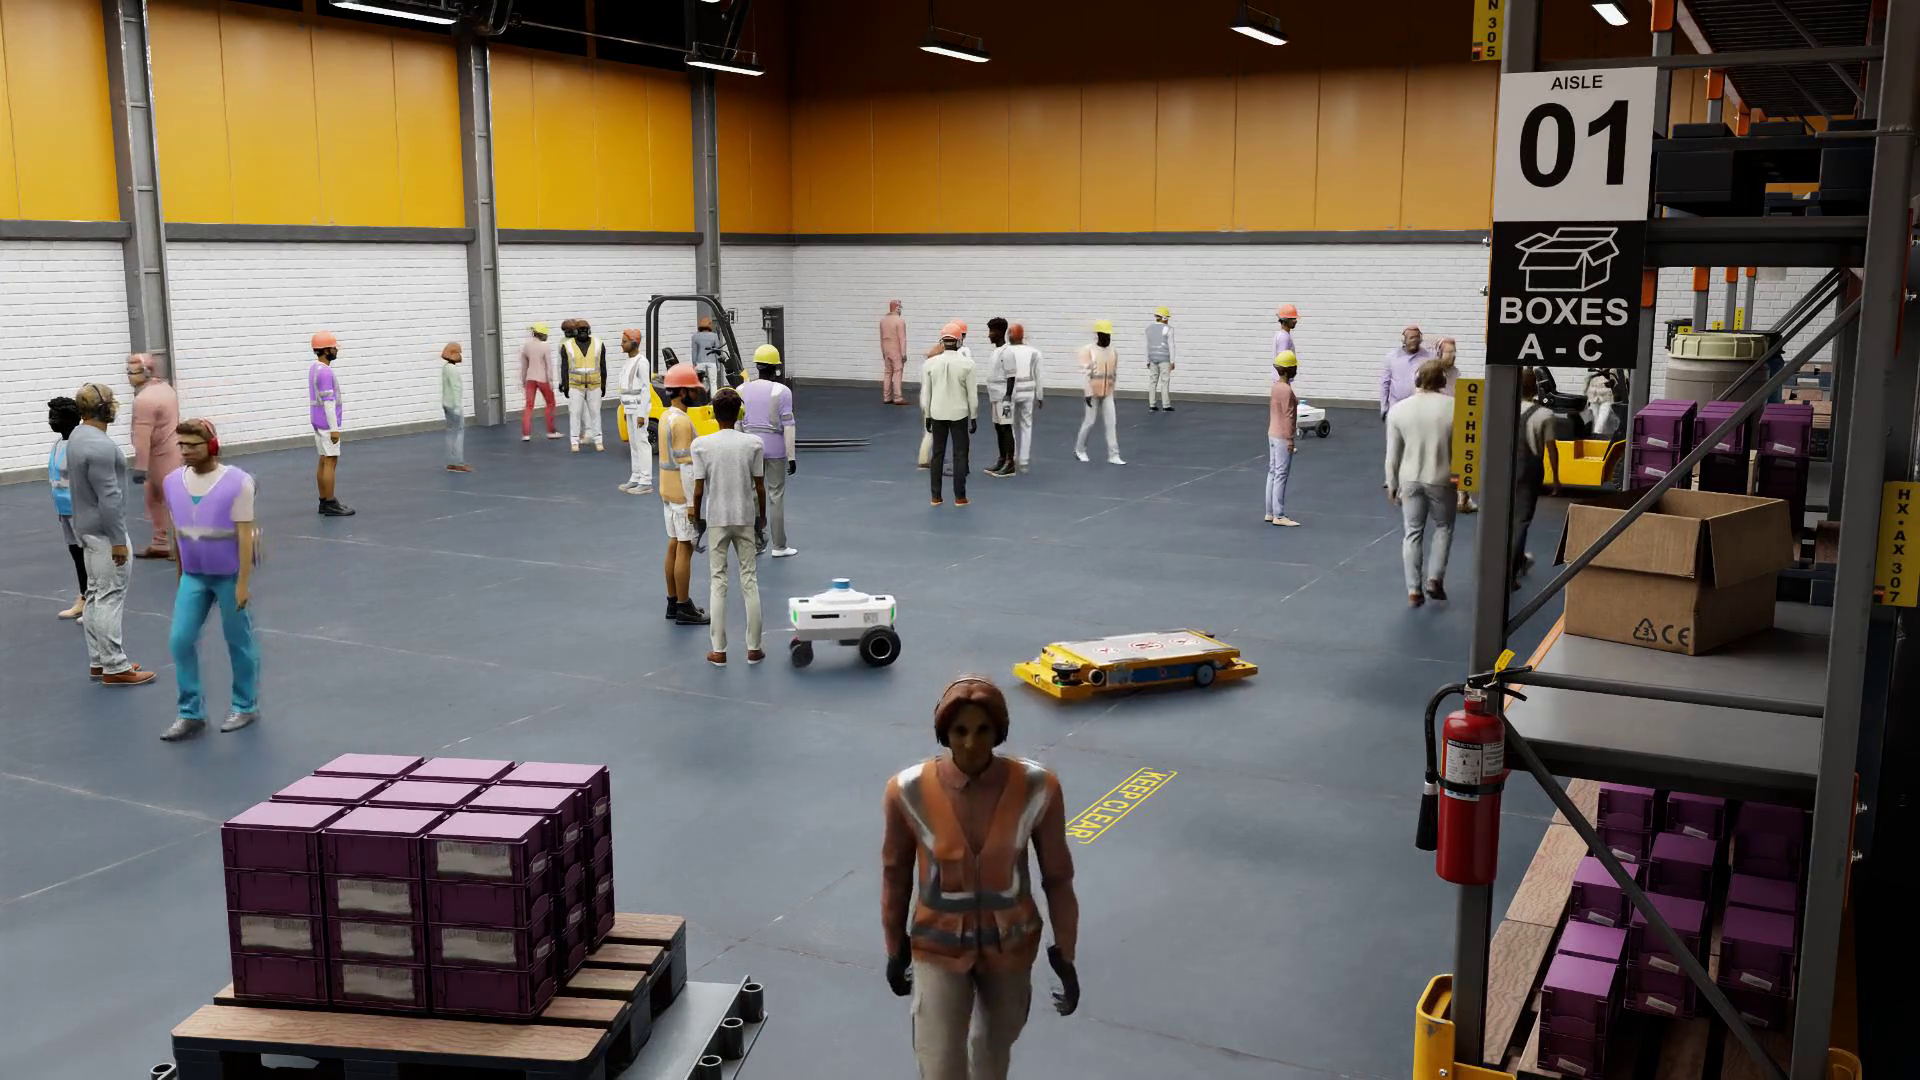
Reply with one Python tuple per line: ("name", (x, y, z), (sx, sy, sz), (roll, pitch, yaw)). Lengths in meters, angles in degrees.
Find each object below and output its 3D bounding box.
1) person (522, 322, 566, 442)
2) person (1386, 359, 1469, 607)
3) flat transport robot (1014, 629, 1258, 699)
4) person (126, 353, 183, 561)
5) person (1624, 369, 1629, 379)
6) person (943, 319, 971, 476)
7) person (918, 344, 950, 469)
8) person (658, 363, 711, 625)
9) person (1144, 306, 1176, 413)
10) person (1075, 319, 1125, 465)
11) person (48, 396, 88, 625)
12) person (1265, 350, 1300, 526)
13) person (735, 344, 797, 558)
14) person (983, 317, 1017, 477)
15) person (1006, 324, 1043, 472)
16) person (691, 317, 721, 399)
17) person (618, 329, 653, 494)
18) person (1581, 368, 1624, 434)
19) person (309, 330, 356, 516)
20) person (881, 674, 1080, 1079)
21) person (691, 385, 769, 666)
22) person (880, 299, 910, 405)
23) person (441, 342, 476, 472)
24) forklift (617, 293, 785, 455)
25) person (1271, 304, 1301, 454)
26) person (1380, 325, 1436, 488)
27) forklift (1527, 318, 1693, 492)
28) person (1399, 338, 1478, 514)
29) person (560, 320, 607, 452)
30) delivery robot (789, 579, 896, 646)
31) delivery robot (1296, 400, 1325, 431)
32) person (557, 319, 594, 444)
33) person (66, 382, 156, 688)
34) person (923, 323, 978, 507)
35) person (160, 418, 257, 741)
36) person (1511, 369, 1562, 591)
("person", (-6.155, -2.316, 24.367), (0.602, 1.730, 0.655), (4, 10, 20))
("person", (3.632, -0.438, 12.934), (0.652, 1.922, 0.447), (4, 11, 23))
("flat transport robot", (1.132, 0.780, 10.680), (1.431, 0.197, 0.652), (-4, 11, -24))
("person", (-7.120, -0.712, 14.708), (0.711, 1.868, 0.679), (-3, 10, -15))
("person", (9.749, -2.341, 24.359), (0.935, 1.779, 0.596), (-3, 10, -19))
("person", (-0.041, -1.750, 20.503), (0.356, 1.937, 0.552), (2, 10, 11))
("person", (-0.268, -1.695, 21.174), (0.632, 1.604, 0.527), (-6, 11, -31))
("person", (-2.042, -0.339, 12.330), (0.351, 1.941, 0.545), (-4, 11, -24))
("person", (3.472, -3.111, 28.714), (0.586, 1.825, 0.404), (8, 13, 39))
("person", (1.825, -1.941, 21.729), (0.595, 1.899, 0.825), (-5, 11, -29))
("person", (-6.555, -0.220, 12.341), (0.538, 1.695, 0.319), (9, 13, 41))
("person", (3.272, -1.027, 16.803), (0.297, 1.772, 0.533), (-1, 10, -5))
("person", (-1.745, -0.800, 15.033), (0.595, 1.925, 0.371), (4, 11, 22))
("person", (0.509, -1.761, 20.489), (0.367, 1.963, 0.609), (-2, 10, -14))
("person", (0.754, -1.787, 20.938), (0.668, 1.861, 0.542), (-2, 10, -11))
("person", (-4.413, -3.056, 28.943), (0.498, 1.633, 0.282), (-1, 10, -3))
("person", (-3.716, -1.468, 19.034), (0.353, 1.882, 0.573), (-5, 11, -29))
("person", (8.561, -1.863, 22.159), (0.870, 1.594, 0.534), (-8, 13, -39))
("person", (-6.602, -1.218, 17.409), (0.350, 1.942, 0.547), (-6, 12, -33))
("person", (0.057, 1.172, 4.536), (0.536, 1.597, 0.818), (-1, 10, -5))
("person", (-1.538, -0.092, 11.098), (0.519, 1.873, 0.328), (-2, 10, -12))
("person", (-1.166, -3.402, 30.159), (0.403, 1.906, 0.652), (-8, 13, -40))
("person", (-6.350, -1.669, 20.921), (0.311, 1.632, 0.511), (-6, 12, -32))
("forklift", (-3.588, -2.317, 23.042), (2.313, 2.155, 1.214), (-1, 10, -5))
("person", (4.473, -2.212, 22.874), (0.373, 2.044, 0.606), (1, 10, 4))
("person", (5.222, -1.541, 19.387), (0.651, 1.906, 0.409), (3, 10, 16))
("forklift", (7.066, -1.601, 18.899), (2.313, 2.155, 1.214), (5, 11, 27))
("person", (5.091, -1.209, 17.631), (0.676, 1.851, 1.025), (-6, 12, -32))
("person", (-5.197, -2.131, 23.035), (0.621, 1.835, 0.430), (-3, 10, -18))
("delivery robot", (-0.794, 0.503, 11.187), (0.707, 0.478, 0.477), (-1, 10, -8))
("delivery robot", (5.082, -1.835, 24.722), (0.707, 0.478, 0.477), (-7, 12, -34))
("person", (-5.482, -2.306, 24.100), (0.688, 1.809, 0.620), (3, 10, 15))
("person", (-5.424, -0.034, 10.561), (0.359, 1.939, 0.635), (-8, 13, -40))
("person", (-0.098, -1.353, 18.085), (0.619, 1.984, 0.408), (3, 10, 16))
("person", (-4.261, 0.232, 9.381), (0.569, 1.820, 0.708), (1, 10, 8))
("person", (4.674, -0.512, 13.745), (0.512, 1.793, 0.959), (8, 13, 40))
